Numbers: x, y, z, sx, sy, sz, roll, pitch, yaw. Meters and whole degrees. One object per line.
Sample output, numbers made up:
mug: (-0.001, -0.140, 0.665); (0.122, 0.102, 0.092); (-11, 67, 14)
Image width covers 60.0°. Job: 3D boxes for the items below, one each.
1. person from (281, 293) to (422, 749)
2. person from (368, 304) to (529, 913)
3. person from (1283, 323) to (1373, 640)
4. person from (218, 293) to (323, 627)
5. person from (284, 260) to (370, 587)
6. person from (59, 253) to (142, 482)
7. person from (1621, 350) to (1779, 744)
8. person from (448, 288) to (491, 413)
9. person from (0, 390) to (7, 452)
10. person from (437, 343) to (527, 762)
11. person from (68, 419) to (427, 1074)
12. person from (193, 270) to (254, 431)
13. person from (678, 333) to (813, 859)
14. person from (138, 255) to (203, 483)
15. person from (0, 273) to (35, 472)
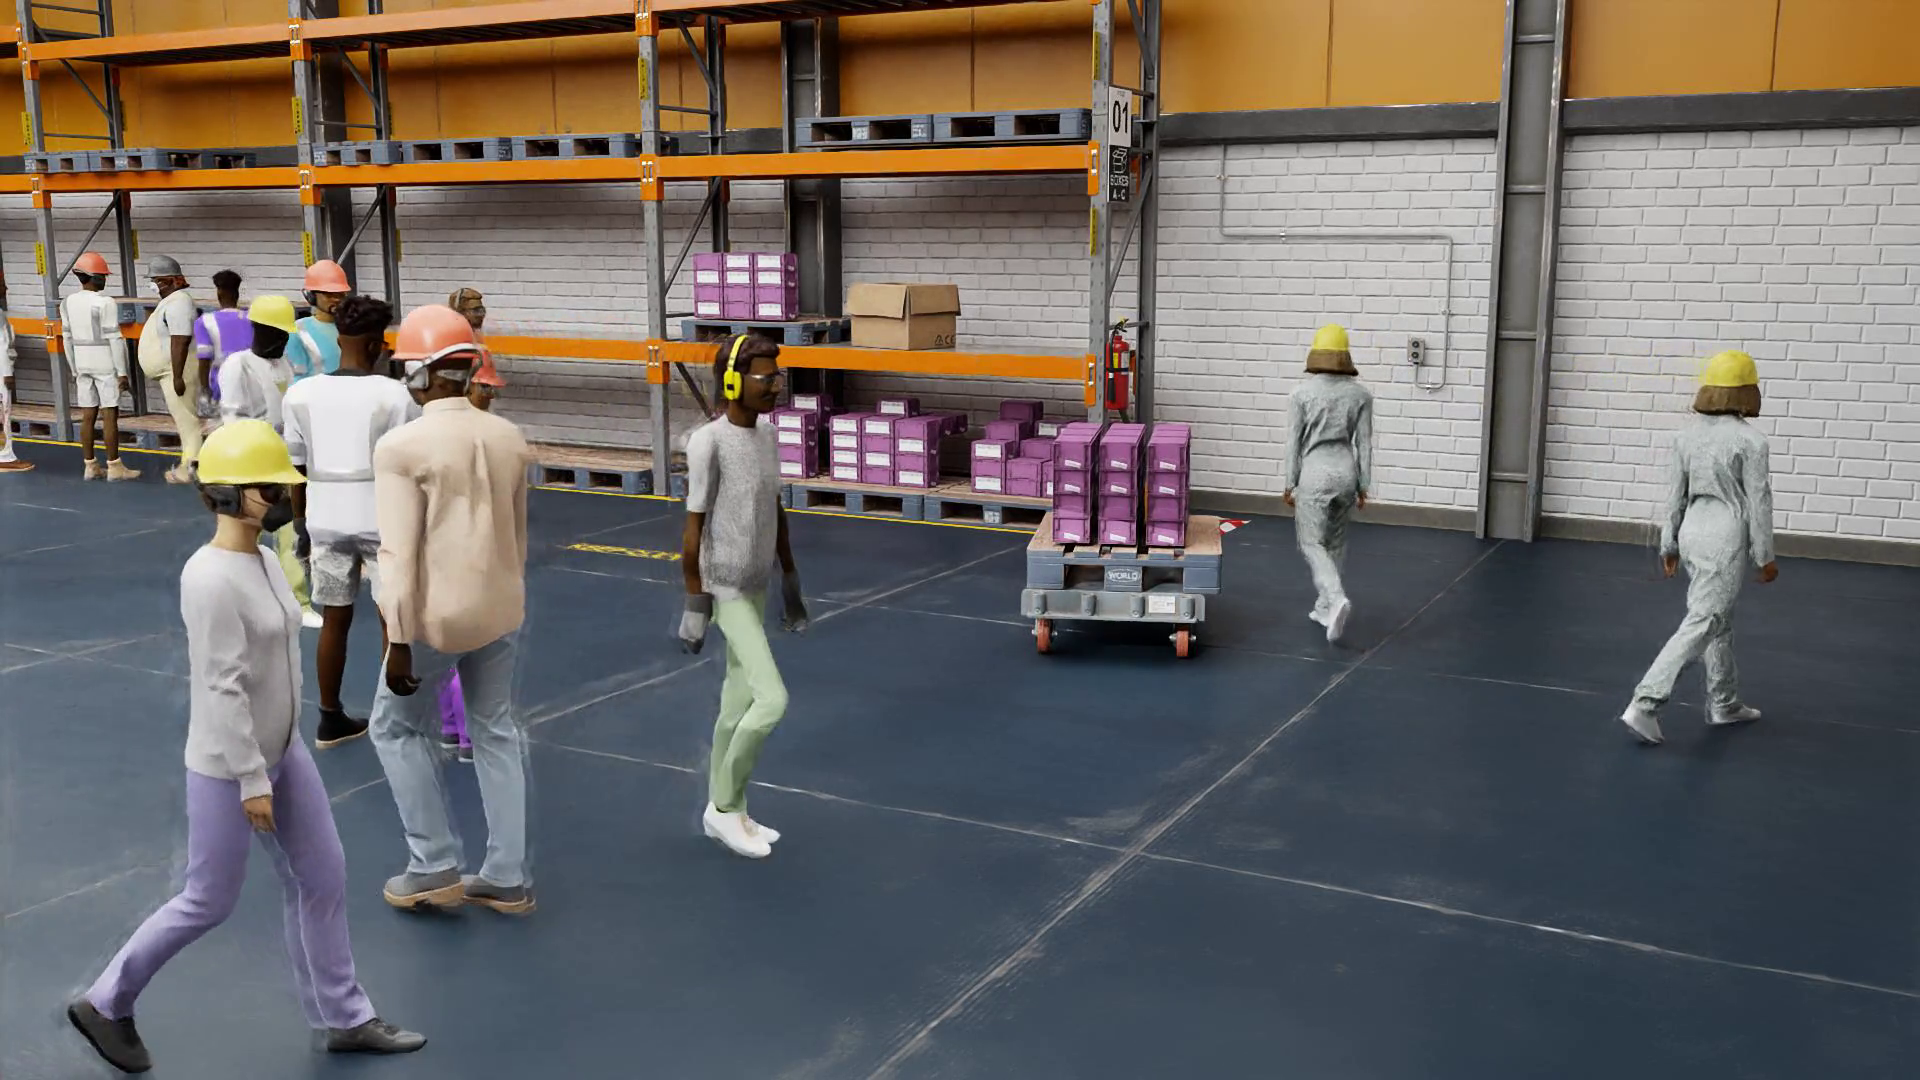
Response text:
person: (-2.555, -0.063, 7.075); (0.624, 1.952, 0.396); (1, 10, 3)
person: (-1.666, 0.238, 5.352); (0.611, 1.971, 0.648); (6, 12, 31)
person: (2.048, -0.320, 9.115); (0.487, 1.717, 0.699); (-2, 11, -12)
person: (-3.949, -0.430, 9.281); (0.785, 1.889, 0.605); (2, 11, 13)
person: (-3.890, -0.714, 10.376); (0.374, 2.042, 0.615); (7, 12, 32)
person: (-7.710, -1.541, 14.912); (0.615, 2.042, 0.372); (3, 11, 18)
person: (3.238, 0.027, 7.243); (0.868, 1.710, 0.480); (-3, 11, -18)
person: (-3.319, -0.775, 11.256); (0.348, 1.847, 0.505); (2, 10, 9)
person: (-6.521, -0.740, 10.746); (0.655, 1.954, 0.917); (-9, 14, -40)
person: (-2.056, 0.050, 6.998); (0.339, 1.747, 0.564); (-6, 12, -28)
person: (-1.900, 0.548, 4.305); (0.835, 1.736, 0.519); (0, 10, 0)
person: (-5.986, -1.263, 13.756); (0.635, 1.909, 1.011); (-8, 13, -36)
person: (-0.742, 0.198, 5.902); (0.500, 1.853, 0.507); (3, 11, 17)
person: (-7.044, -1.532, 14.869); (0.535, 2.000, 0.683); (-5, 11, -24)
person: (-8.998, -1.577, 15.553); (0.572, 1.883, 0.355); (10, 14, 44)
